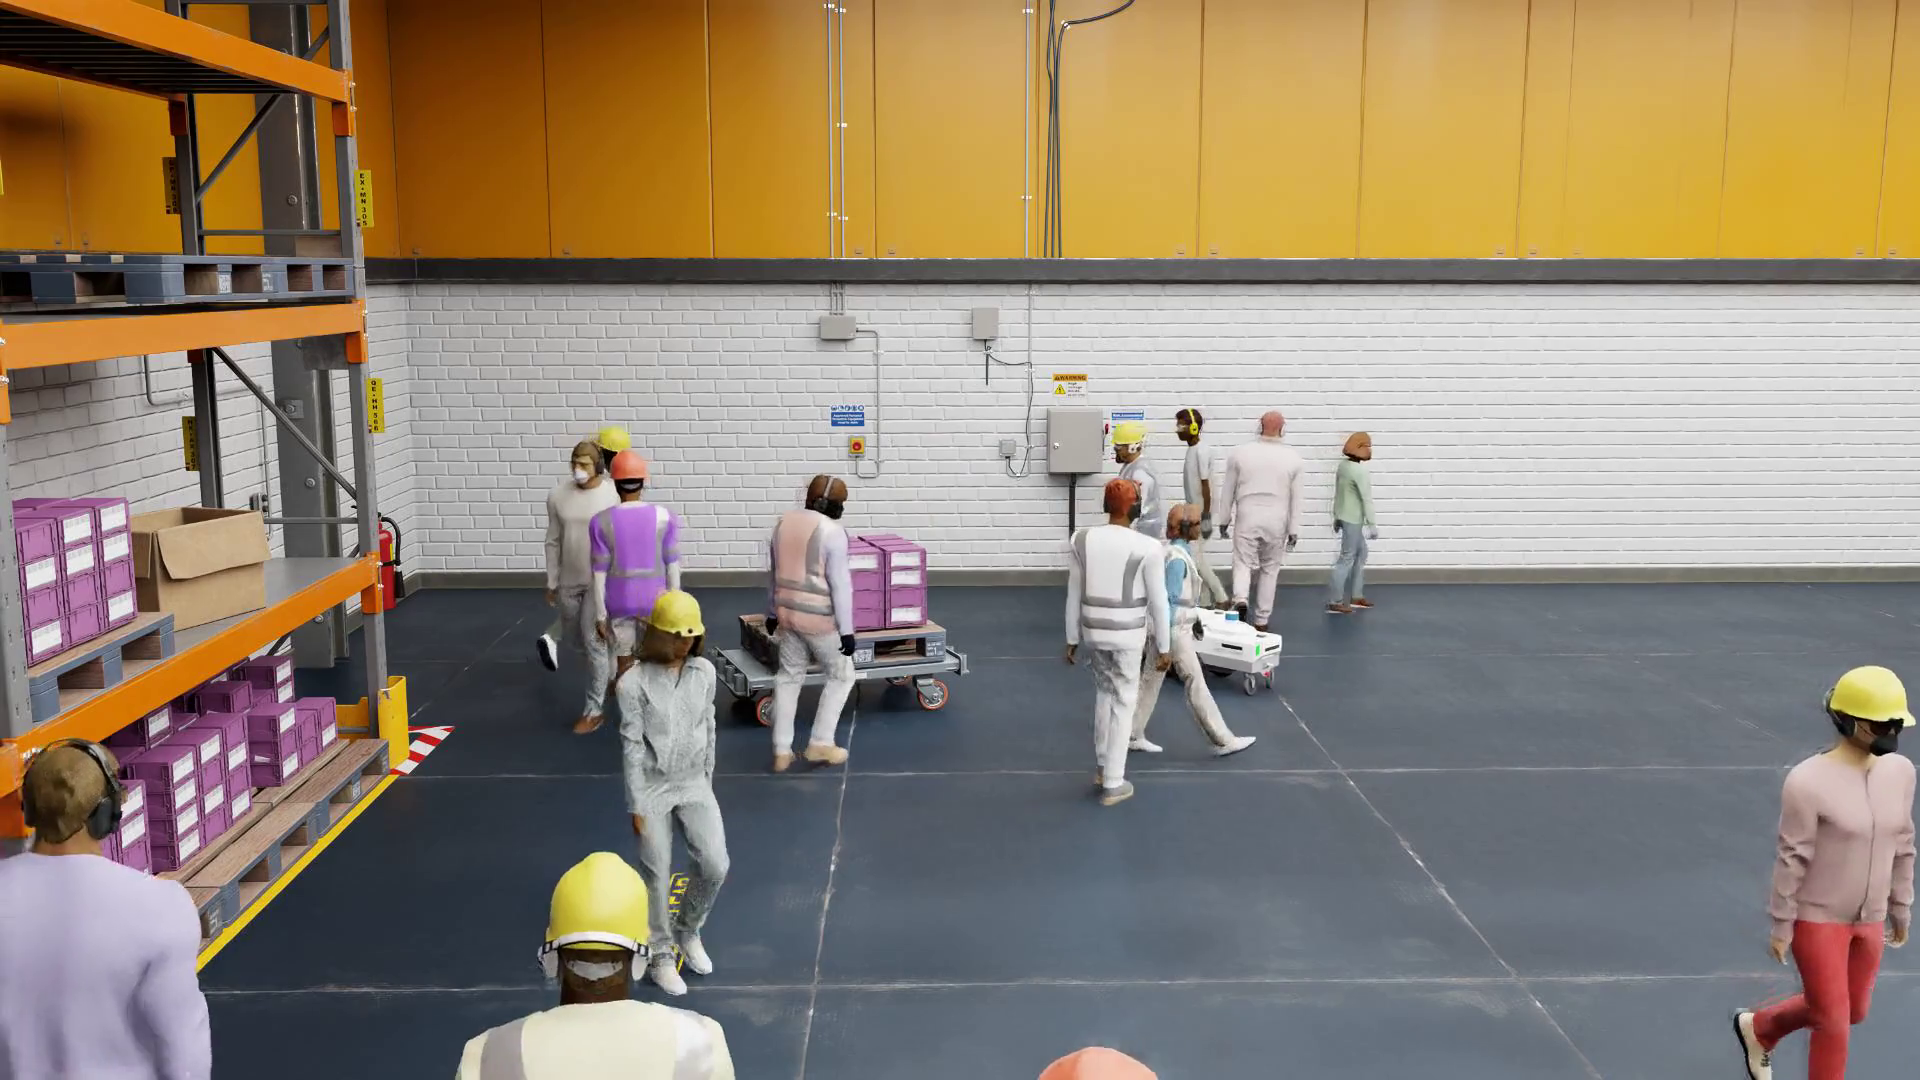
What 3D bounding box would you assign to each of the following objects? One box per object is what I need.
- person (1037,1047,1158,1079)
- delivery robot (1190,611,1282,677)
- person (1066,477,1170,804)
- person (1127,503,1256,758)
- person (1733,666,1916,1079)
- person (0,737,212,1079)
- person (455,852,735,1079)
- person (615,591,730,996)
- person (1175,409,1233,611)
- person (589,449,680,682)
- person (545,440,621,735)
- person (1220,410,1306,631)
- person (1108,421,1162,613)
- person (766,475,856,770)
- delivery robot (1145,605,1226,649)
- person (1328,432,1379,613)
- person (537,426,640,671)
[{"bbox_3d":[0.207,1.672,2.541,0.560,1.919,0.408,2,9,11],"label":"person"},{"bbox_3d":[1.965,0.758,12.035,0.707,0.478,0.477,9,13,44],"label":"delivery robot"},{"bbox_3d":[0.933,0.558,9.534,0.600,1.862,0.580,6,11,31],"label":"person"},{"bbox_3d":[1.414,0.569,10.298,0.862,1.593,0.543,1,9,3],"label":"person"},{"bbox_3d":[2.956,1.246,5.701,0.529,1.742,0.738,-3,10,-17],"label":"person"},{"bbox_3d":[-2.135,1.427,4.026,0.638,1.924,0.714,-1,9,-4],"label":"person"},{"bbox_3d":[-0.754,1.570,3.504,0.601,1.810,0.517,-3,10,-19],"label":"person"},{"bbox_3d":[-1.197,1.053,6.931,0.480,1.724,0.383,-7,11,-36],"label":"person"},{"bbox_3d":[2.103,-0.214,14.371,0.523,1.837,0.532,-1,9,-8],"label":"person"},{"bbox_3d":[-2.013,0.398,10.335,0.559,1.925,0.627,-3,10,-16],"label":"person"},{"bbox_3d":[-2.437,0.277,11.106,0.637,1.921,0.793,3,10,20],"label":"person"},{"bbox_3d":[2.487,-0.125,13.721,0.698,1.873,0.686,2,9,12],"label":"person"},{"bbox_3d":[1.349,-0.068,13.557,0.685,1.801,0.588,-1,9,-8],"label":"person"},{"bbox_3d":[-0.904,0.500,10.087,0.817,1.802,0.540,9,13,43],"label":"person"},{"bbox_3d":[1.726,0.669,12.580,0.707,0.478,0.477,-3,10,-17],"label":"delivery robot"},{"bbox_3d":[3.533,-0.149,14.633,0.617,1.607,0.518,-2,9,-10],"label":"person"},{"bbox_3d":[-2.762,0.090,12.385,0.758,1.882,0.647,-6,11,-34],"label":"person"}]
